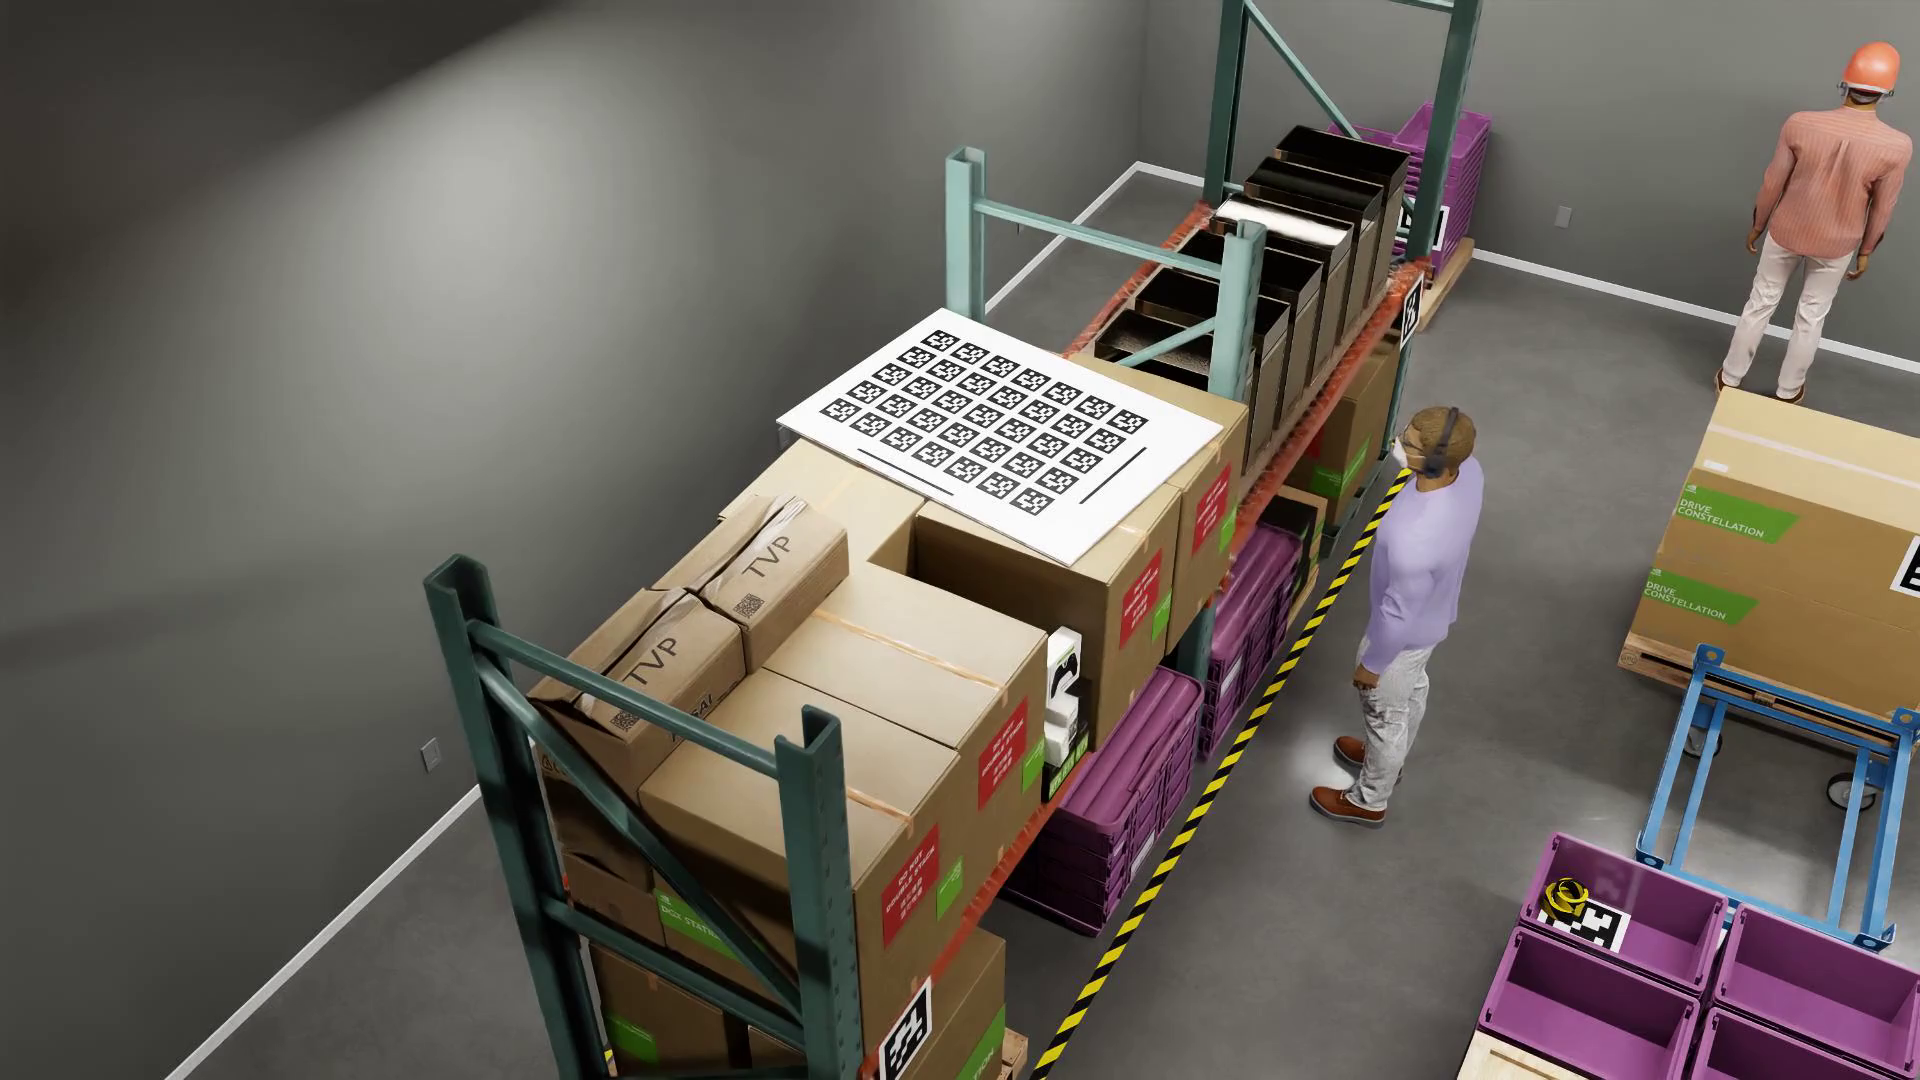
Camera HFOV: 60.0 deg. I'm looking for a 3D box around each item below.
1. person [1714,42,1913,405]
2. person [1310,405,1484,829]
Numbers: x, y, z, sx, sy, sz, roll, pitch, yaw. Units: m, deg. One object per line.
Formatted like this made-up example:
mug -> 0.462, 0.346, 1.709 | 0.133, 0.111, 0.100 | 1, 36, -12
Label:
person -> 4.304, -1.541, 8.388 | 0.614, 1.997, 0.374 | 20, 44, 22
person -> 1.654, 0.302, 6.236 | 0.370, 1.940, 0.631 | 20, 44, 22
